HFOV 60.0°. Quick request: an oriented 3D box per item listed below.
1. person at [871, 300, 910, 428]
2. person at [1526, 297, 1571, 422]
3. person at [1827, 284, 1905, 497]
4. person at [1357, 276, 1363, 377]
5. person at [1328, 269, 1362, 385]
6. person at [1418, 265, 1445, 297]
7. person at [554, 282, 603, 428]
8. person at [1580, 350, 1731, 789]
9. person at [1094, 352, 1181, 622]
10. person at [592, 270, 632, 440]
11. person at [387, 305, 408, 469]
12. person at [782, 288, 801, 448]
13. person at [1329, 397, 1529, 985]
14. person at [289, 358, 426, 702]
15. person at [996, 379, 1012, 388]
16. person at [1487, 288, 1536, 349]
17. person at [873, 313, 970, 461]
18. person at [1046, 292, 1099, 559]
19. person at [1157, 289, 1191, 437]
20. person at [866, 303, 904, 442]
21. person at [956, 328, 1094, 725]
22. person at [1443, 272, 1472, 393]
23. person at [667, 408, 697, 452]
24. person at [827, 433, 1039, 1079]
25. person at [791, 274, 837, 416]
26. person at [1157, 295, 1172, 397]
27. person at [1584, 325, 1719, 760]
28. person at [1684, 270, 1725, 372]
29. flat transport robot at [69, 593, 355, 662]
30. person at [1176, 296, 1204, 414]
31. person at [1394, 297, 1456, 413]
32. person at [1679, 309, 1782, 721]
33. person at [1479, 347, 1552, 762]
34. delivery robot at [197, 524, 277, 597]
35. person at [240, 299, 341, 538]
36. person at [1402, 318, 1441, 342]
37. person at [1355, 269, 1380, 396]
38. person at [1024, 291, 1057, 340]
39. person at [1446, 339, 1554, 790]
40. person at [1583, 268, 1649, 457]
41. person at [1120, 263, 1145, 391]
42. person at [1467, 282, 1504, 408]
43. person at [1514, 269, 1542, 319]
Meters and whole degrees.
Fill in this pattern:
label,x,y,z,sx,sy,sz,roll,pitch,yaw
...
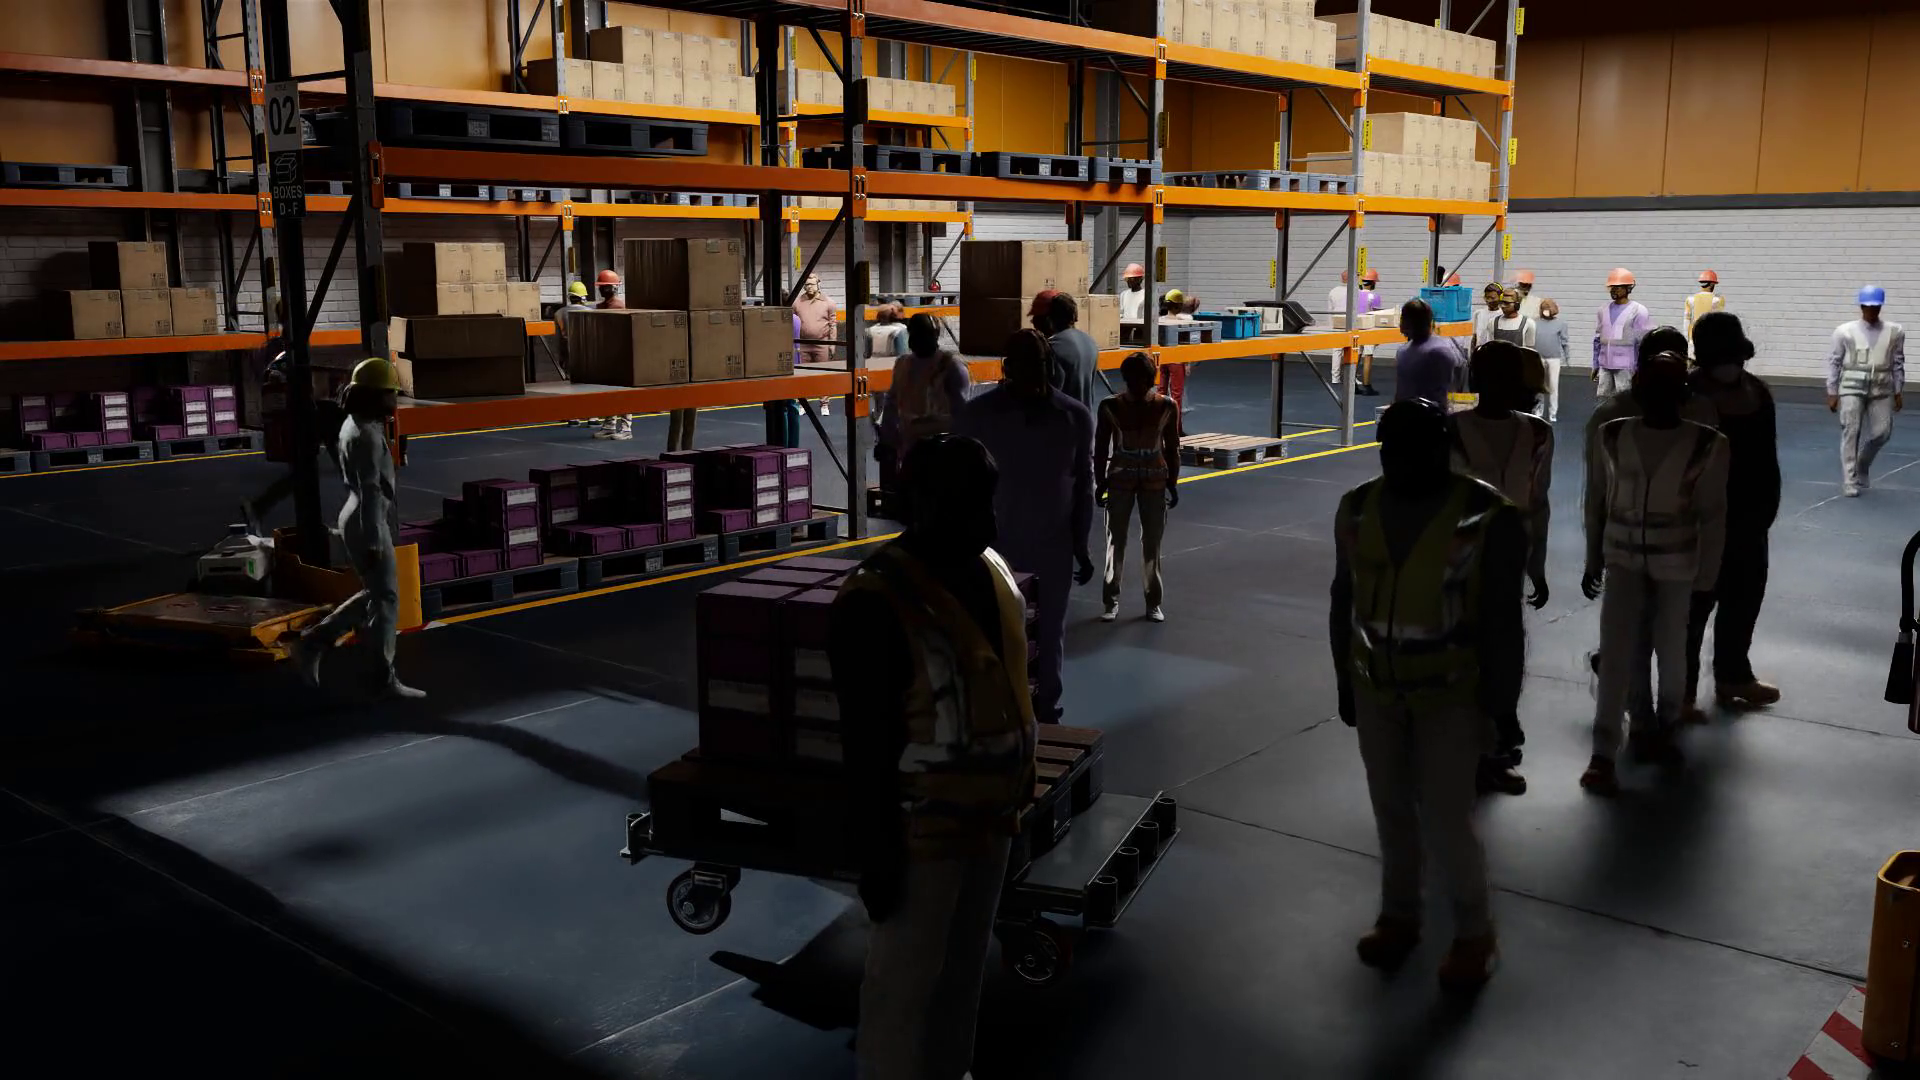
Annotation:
label,x,y,z,sx,sy,sz,roll,pitch,yaw
person,-0.858,-2.131,20.434,0.498,1.620,0.590,6,11,29
person,7.649,-2.341,21.623,0.594,1.611,0.362,4,11,22
person,8.230,-1.358,15.142,0.635,1.931,0.477,2,10,13
person,6.961,-3.765,29.325,0.316,1.769,0.525,1,10,8
person,6.402,-3.515,27.489,0.642,1.913,0.409,8,13,39
person,8.012,-3.642,28.053,0.614,1.963,0.362,6,12,30
person,-4.786,-2.323,20.920,0.590,1.835,0.404,2,10,13
person,2.990,0.097,7.171,0.588,1.834,1.019,7,12,34
person,1.067,-0.315,10.047,0.525,1.637,0.307,0,10,2
person,-4.108,-2.177,19.629,0.608,1.996,0.381,9,13,40
person,-5.852,-1.566,16.998,0.322,1.696,0.536,1,10,4
person,-1.887,-1.764,17.703,0.389,1.847,0.566,5,11,26
person,1.420,0.461,5.159,0.635,1.817,0.437,9,13,42
person,-2.975,-0.030,8.168,0.566,1.719,0.508,-6,11,-29
person,0.613,-1.635,16.937,0.538,1.856,0.505,7,12,36
person,5.738,-1.712,17.419,0.516,1.841,0.326,6,12,33
person,-0.294,-0.658,11.527,0.640,1.806,0.899,10,14,44
person,0.772,-0.824,12.107,0.377,1.934,0.629,7,12,36
person,2.521,-2.082,19.748,0.525,1.769,0.315,9,14,42
person,-0.907,-1.919,19.213,0.540,1.621,0.476,6,11,30
person,0.285,0.026,7.341,0.636,1.911,0.405,-1,10,-6
person,6.713,-2.697,22.789,0.545,1.932,0.386,8,13,39
person,-2.701,-1.422,16.369,0.282,1.631,0.498,6,12,32
person,-0.035,0.665,3.891,0.429,1.841,0.634,6,12,31
person,-1.986,-2.616,22.384,0.651,1.907,0.409,1,10,3
person,2.650,-2.226,20.857,0.379,1.668,0.570,-5,11,-27
person,3.098,-0.018,7.579,0.640,1.922,0.736,-2,10,-13
person,10.789,-2.936,24.133,0.543,1.932,0.376,7,12,36
flat transport robot,-4.238,0.478,9.423,1.431,0.197,0.652,4,11,19
person,3.020,-2.466,22.384,0.530,1.599,0.811,10,14,44
person,3.348,-0.793,12.003,0.687,1.906,0.641,-4,11,-21
person,3.628,-0.136,7.883,0.829,2.000,0.540,-4,11,-22
person,2.405,0.057,7.407,0.403,1.823,0.586,4,11,23
delivery robot,-4.432,0.144,10.248,0.477,0.478,0.707,-2,10,-9
person,-5.173,-0.924,12.760,0.710,1.905,0.602,-8,13,-40
person,3.438,-0.807,12.485,0.311,1.769,0.525,-4,11,-21
person,6.227,-3.177,25.489,0.373,1.934,0.551,-7,12,-35
person,0.715,-0.921,12.720,0.450,1.926,0.601,3,10,15
person,2.175,0.114,6.906,0.576,1.885,0.355,-2,10,-9
person,6.988,-1.865,17.722,0.377,2.044,0.608,-6,12,-32
person,2.407,-2.790,22.985,0.392,2.041,0.615,-9,14,-43
person,6.087,-2.018,19.104,0.516,1.865,0.329,7,12,33
person,7.642,-2.715,22.752,0.631,1.973,0.664,-1,10,-5
